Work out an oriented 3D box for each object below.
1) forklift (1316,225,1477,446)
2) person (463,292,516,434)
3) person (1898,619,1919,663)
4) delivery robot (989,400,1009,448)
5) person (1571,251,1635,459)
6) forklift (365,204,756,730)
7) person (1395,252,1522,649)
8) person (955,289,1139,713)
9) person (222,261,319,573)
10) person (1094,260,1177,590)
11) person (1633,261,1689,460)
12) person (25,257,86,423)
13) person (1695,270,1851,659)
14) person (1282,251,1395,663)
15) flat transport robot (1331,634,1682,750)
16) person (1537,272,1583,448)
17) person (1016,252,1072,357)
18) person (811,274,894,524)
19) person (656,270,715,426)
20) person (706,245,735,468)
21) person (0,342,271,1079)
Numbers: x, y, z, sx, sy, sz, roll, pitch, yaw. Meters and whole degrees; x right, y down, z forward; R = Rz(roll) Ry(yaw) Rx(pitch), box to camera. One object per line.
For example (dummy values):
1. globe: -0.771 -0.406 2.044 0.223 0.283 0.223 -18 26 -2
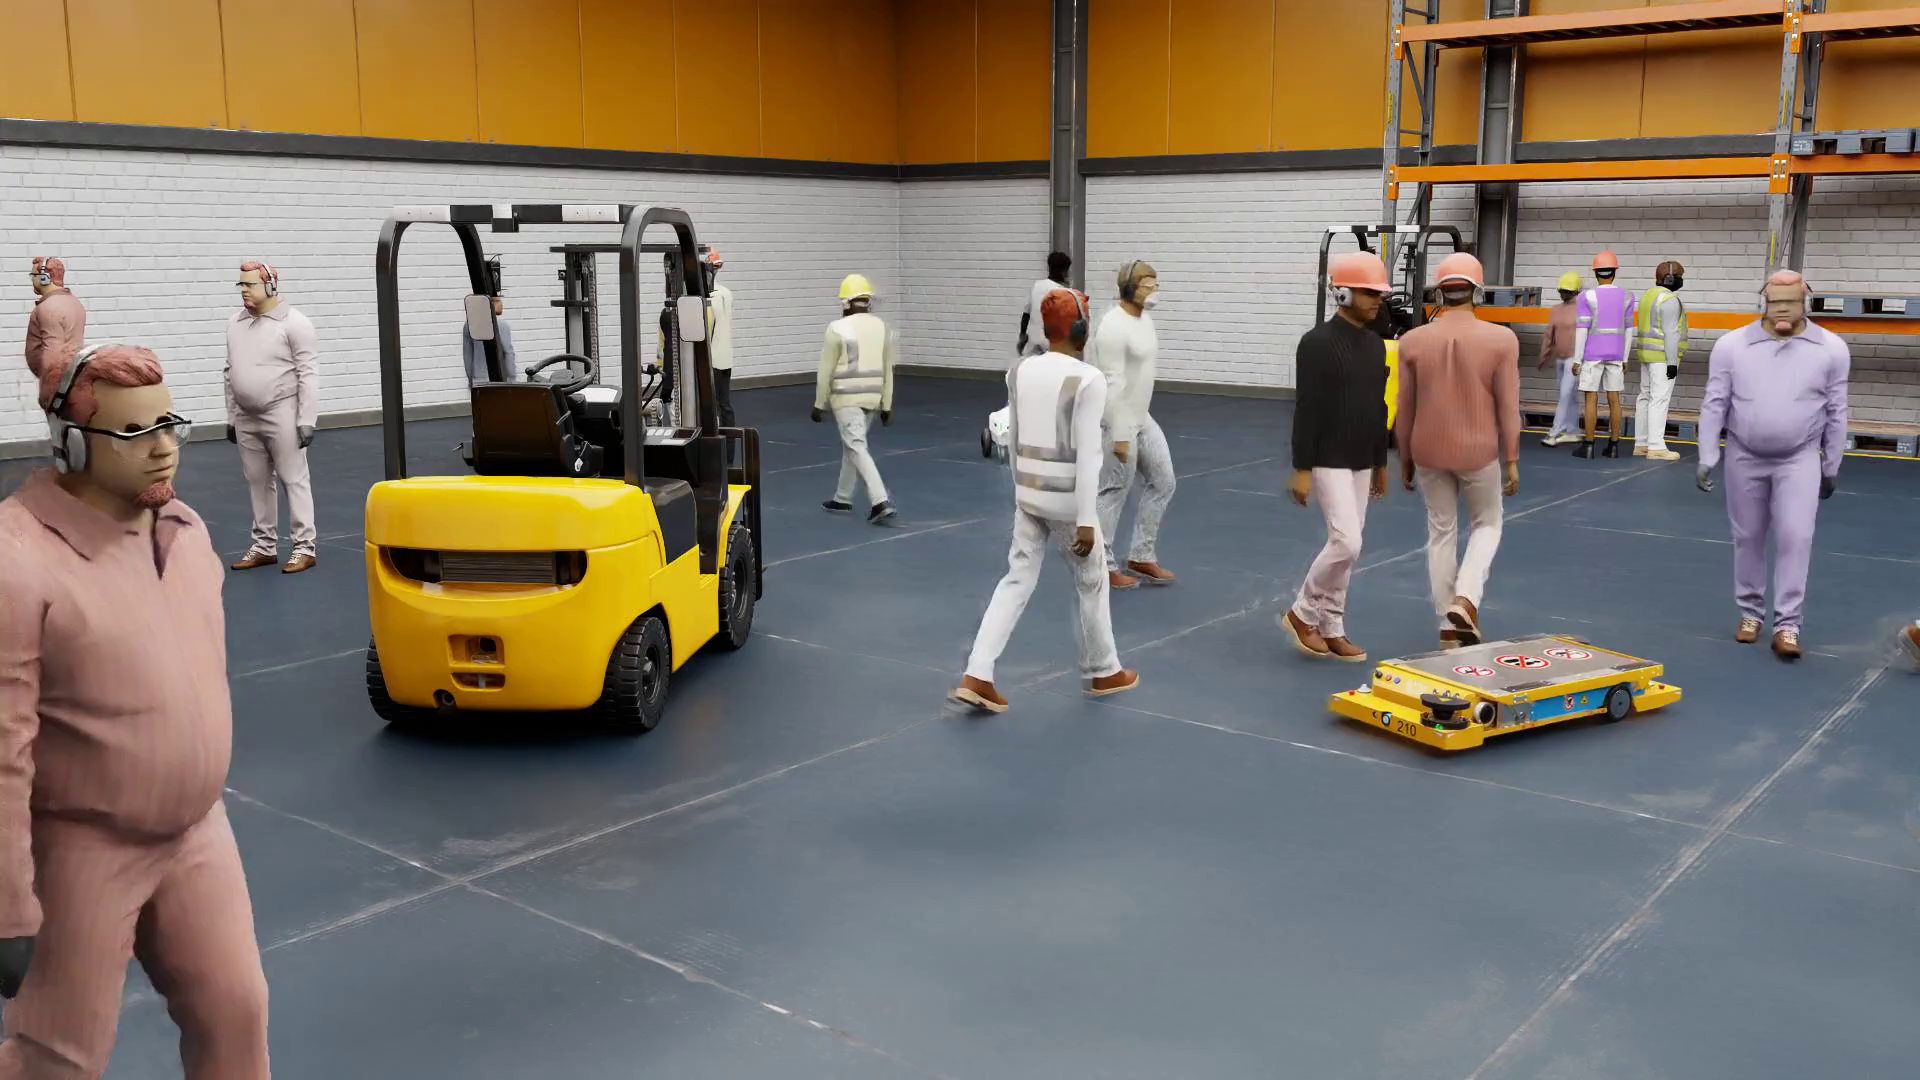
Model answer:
1. forklift: 4.449 -2.115 16.993 1.214 2.155 2.313 8 13 38
2. person: -4.104 -1.396 14.562 0.507 1.632 0.266 4 11 22
3. person: 4.877 -0.247 7.505 0.990 1.903 0.640 8 13 36
4. delivery robot: 0.478 -1.050 15.374 0.477 0.478 0.707 -1 10 -6
5. person: 5.981 -1.721 15.530 0.547 1.934 0.375 -1 10 -3
6. forklift: -1.766 -0.406 7.525 1.214 2.155 2.313 1 10 7
7. person: 2.451 -0.423 8.227 0.630 1.971 0.505 6 12 28
8. person: 0.379 -0.165 7.207 1.003 1.838 0.589 -9 14 -42
9. person: -4.253 -0.748 10.216 0.651 1.907 0.409 3 11 18
10. person: 1.040 -0.645 9.606 0.645 1.915 0.665 5 11 27
11. person: 6.559 -1.677 15.546 0.429 1.841 0.633 0 10 -1
12. person: -6.939 -1.212 12.788 0.409 1.909 0.641 -2 10 -12
13. person: 3.979 -0.370 8.197 0.656 1.884 0.776 6 12 30
14. person: 1.845 -0.375 7.943 0.639 1.977 0.439 -9 14 -42
15. flat transport robot: 2.357 0.626 7.135 1.431 0.197 0.652 -6 12 -29
16. person: 5.919 -1.771 16.409 0.767 1.717 0.605 -3 11 -19
17. person: 0.904 -2.117 17.827 0.406 1.916 0.742 -10 14 -43
18. person: -0.734 -1.023 12.059 0.899 1.800 0.588 9 14 42
19. person: -2.207 -1.271 13.300 0.429 1.843 0.627 4 11 21
20. person: -2.112 -1.484 14.045 0.382 1.996 0.608 3 11 16
21. person: -1.660 0.555 3.133 0.859 1.867 0.686 2 10 11
